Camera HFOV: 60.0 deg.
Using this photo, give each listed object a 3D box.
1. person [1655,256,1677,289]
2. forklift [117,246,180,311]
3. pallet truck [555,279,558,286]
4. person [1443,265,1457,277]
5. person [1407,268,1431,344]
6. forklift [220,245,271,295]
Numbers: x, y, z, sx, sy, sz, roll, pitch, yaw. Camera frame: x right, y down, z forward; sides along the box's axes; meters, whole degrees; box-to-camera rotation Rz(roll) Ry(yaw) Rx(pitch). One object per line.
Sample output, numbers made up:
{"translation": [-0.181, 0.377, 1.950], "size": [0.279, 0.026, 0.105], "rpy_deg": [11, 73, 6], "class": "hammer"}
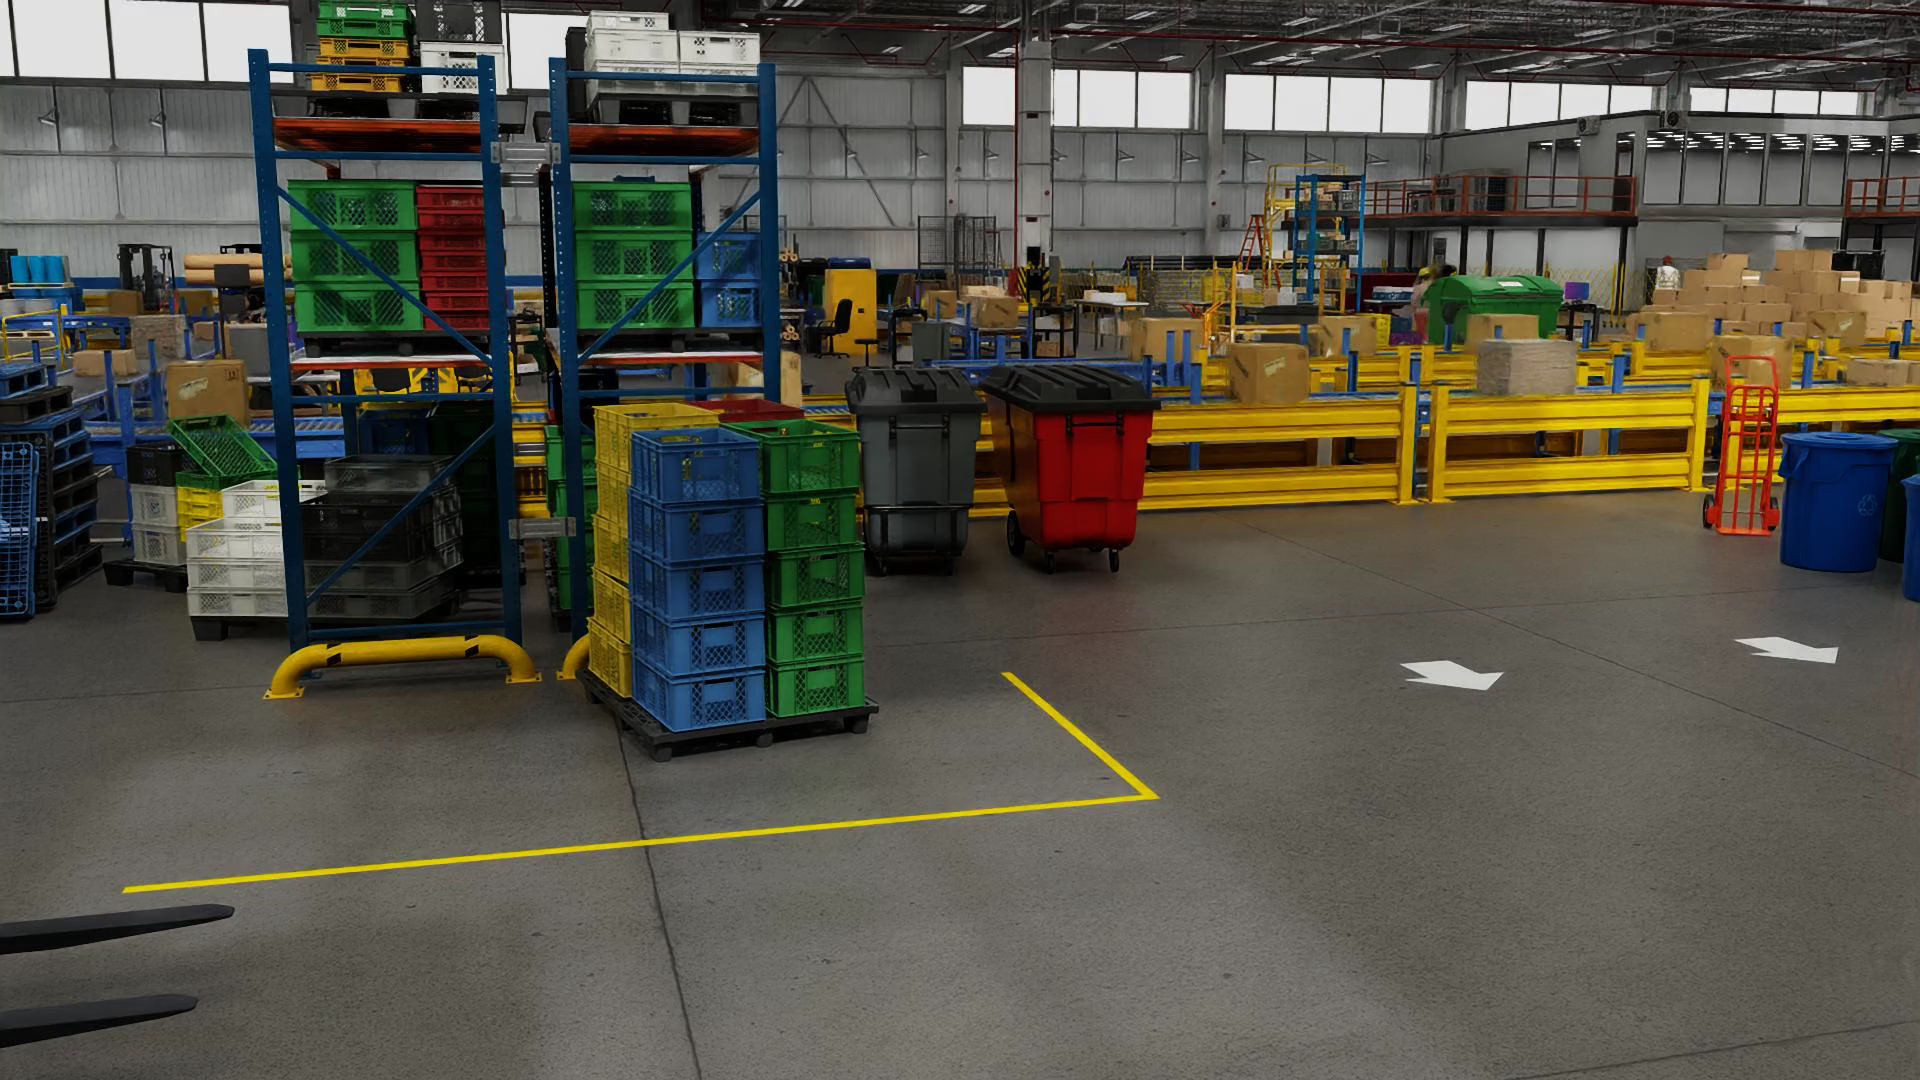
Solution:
{"translation": [19.361, -6.865, 45.676], "size": [0.614, 1.871, 0.469], "rpy_deg": [-1, 10, -5], "class": "person"}
{"translation": [-19.966, -6.232, 40.894], "size": [1.157, 1.987, 2.680], "rpy_deg": [-3, 10, -15], "class": "forklift"}
{"translation": [-10.604, -6.375, 44.520], "size": [0.653, 1.274, 1.630], "rpy_deg": [-3, 10, -15], "class": "pallet truck"}
{"translation": [7.499, -3.341, 25.832], "size": [0.487, 1.840, 0.521], "rpy_deg": [-4, 11, -22], "class": "person"}
{"translation": [8.869, -4.318, 31.729], "size": [0.532, 1.741, 0.879], "rpy_deg": [-5, 11, -26], "class": "person"}
{"translation": [-17.749, -6.334, 41.440], "size": [1.157, 1.987, 2.680], "rpy_deg": [-3, 10, -17], "class": "forklift"}
